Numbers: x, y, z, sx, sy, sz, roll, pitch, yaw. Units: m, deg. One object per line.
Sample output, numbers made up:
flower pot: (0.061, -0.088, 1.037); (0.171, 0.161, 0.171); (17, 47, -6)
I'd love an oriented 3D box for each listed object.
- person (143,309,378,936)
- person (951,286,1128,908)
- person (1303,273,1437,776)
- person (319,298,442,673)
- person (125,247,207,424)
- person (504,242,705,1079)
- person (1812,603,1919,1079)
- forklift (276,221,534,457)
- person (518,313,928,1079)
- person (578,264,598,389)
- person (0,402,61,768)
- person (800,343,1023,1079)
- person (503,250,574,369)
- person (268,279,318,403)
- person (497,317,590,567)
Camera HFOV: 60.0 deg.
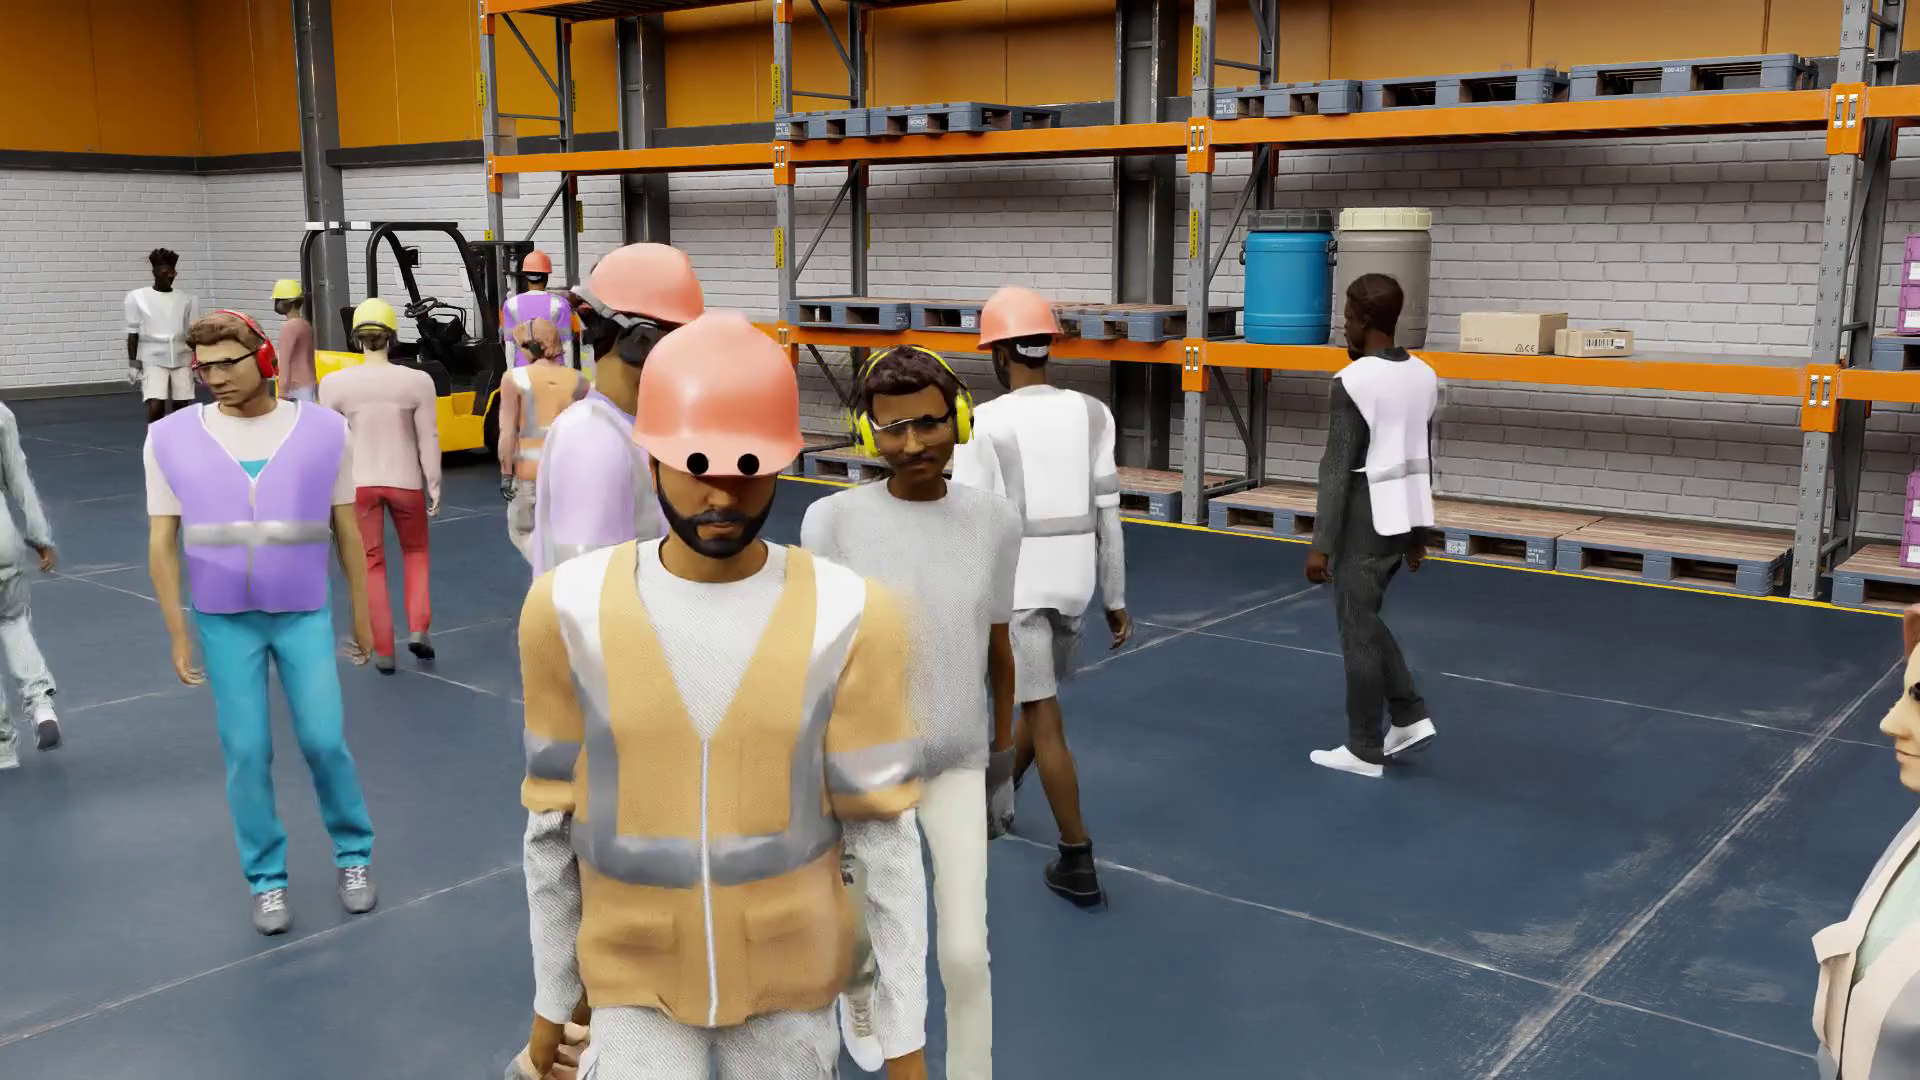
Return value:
person: (-2.041, 0.239, 4.900); (0.593, 1.819, 0.467); (-4, 11, -22)
person: (0.196, 0.141, 5.311); (0.556, 1.870, 1.012); (-5, 12, -28)
person: (1.539, -0.039, 6.242); (0.445, 1.905, 0.591); (9, 14, 41)
person: (-2.709, -0.250, 7.800); (0.535, 1.751, 0.384); (-4, 11, -19)
person: (-6.765, -1.509, 14.214); (0.642, 1.954, 0.405); (-9, 13, -40)
person: (-0.720, 0.362, 3.691); (0.445, 2.015, 0.641); (-1, 10, -7)
person: (1.144, 0.867, 1.934); (0.310, 1.642, 0.514); (3, 11, 15)
forklift: (-4.922, -1.741, 14.854); (1.214, 2.155, 2.313); (8, 13, 38)
person: (-0.325, 0.660, 2.295); (0.577, 1.918, 0.701); (-1, 10, -7)
person: (-2.830, -1.304, 13.408); (0.429, 1.844, 0.624); (0, 10, 0)
person: (-3.764, 0.039, 6.314); (0.436, 1.705, 0.553); (8, 13, 39)
person: (-0.126, 0.472, 3.652); (0.500, 1.829, 0.934); (-3, 11, -14)
person: (-3.373, -1.348, 13.385); (0.545, 1.938, 0.362); (-1, 10, -5)
person: (-5.284, -1.230, 13.359); (0.909, 1.730, 0.534); (-2, 10, -9)
person: (-2.108, -0.333, 8.604); (0.577, 1.629, 0.360); (-8, 13, -38)
